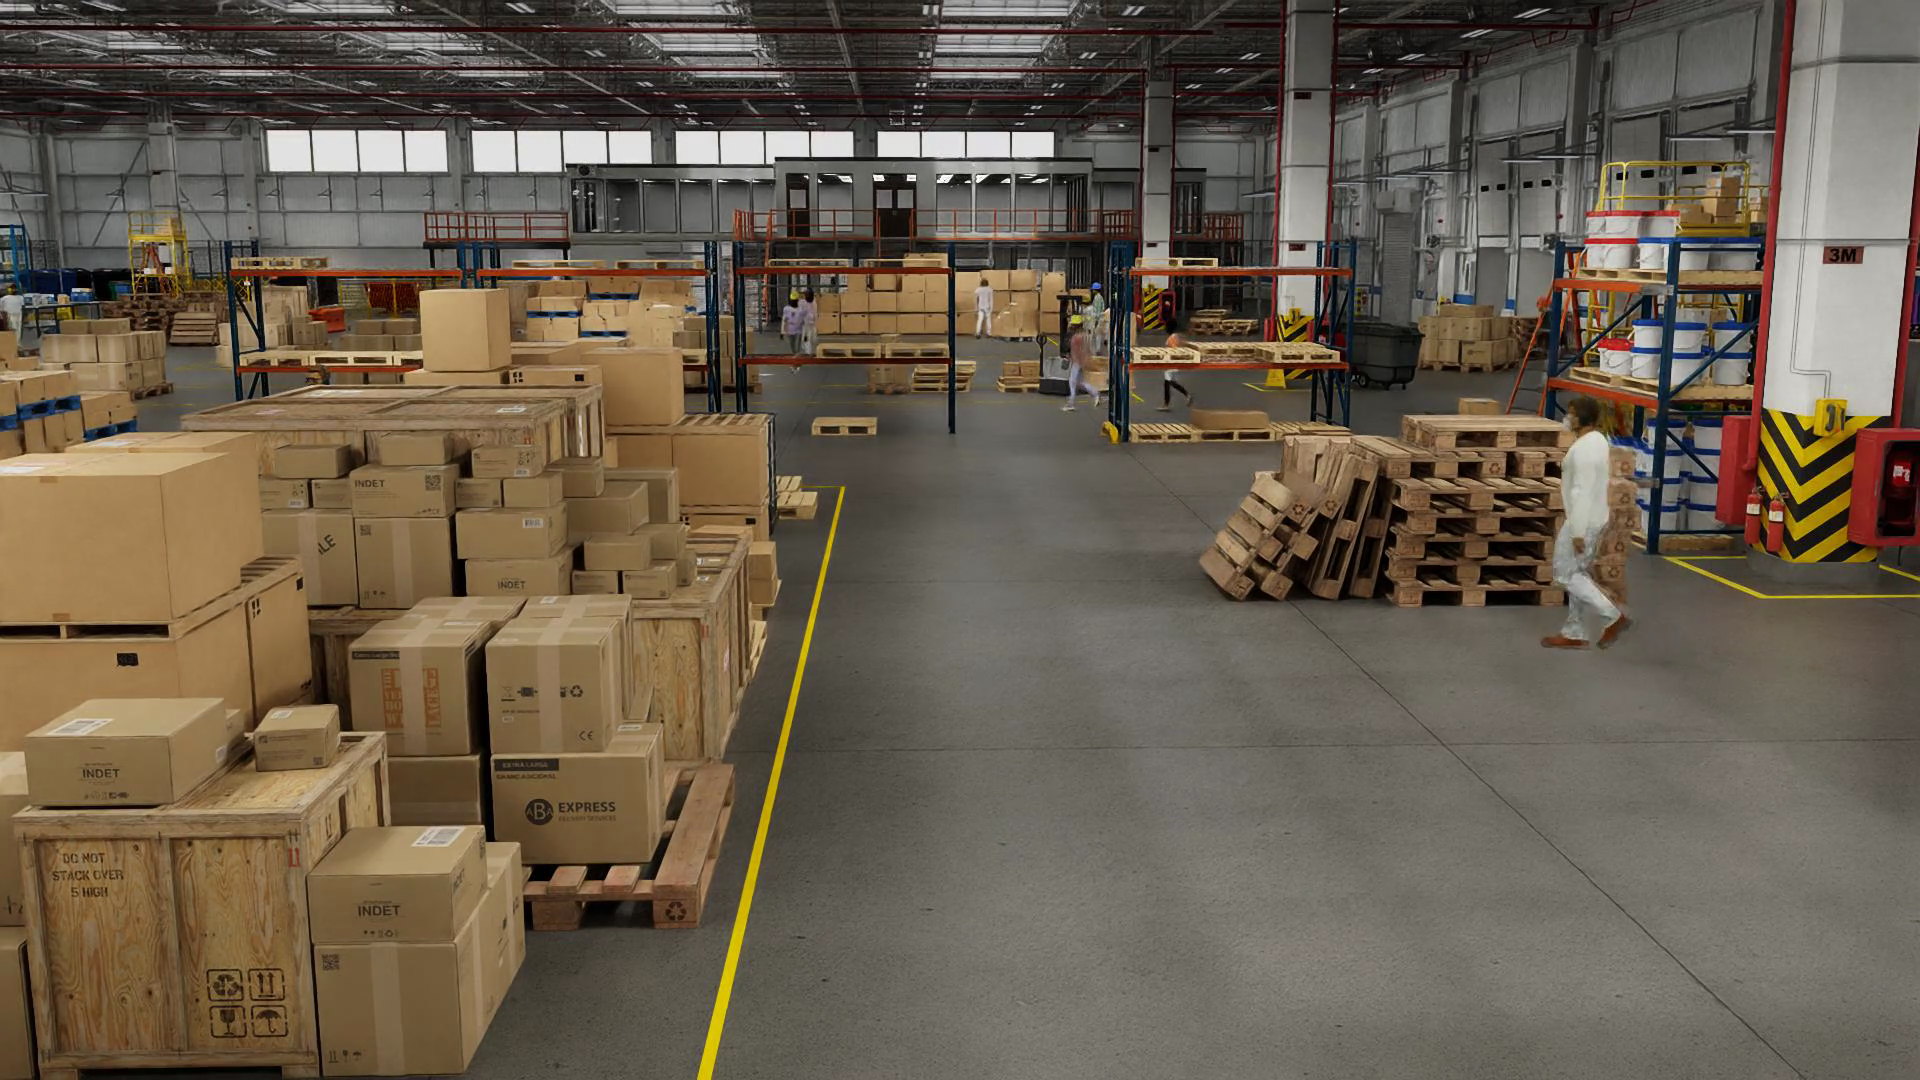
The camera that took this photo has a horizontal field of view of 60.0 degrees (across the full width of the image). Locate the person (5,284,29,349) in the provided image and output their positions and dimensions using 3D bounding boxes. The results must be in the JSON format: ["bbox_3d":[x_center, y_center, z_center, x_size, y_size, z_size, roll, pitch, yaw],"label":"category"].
[{"bbox_3d":[-26.409,-6.240,46.634,0.859,1.838,0.554,8,13,39],"label":"person"}]

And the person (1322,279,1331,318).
[{"bbox_3d":[10.865,-6.878,49.952,0.566,1.924,0.463,8,13,37],"label":"person"}]

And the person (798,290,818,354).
[{"bbox_3d":[-3.895,-5.470,42.418,0.625,1.819,0.644,-10,14,-44],"label":"person"}]

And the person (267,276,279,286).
[{"bbox_3d":[-21.269,-7.234,51.612,0.615,2.040,0.391,-2,10,-10],"label":"person"}]

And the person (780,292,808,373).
[{"bbox_3d":[-3.839,-4.836,38.733,0.591,1.881,0.999,3,11,15],"label":"person"}]

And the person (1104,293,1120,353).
[{"bbox_3d":[3.424,-4.506,36.783,0.587,1.918,0.407,-7,12,-32],"label":"person"}]

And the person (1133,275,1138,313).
[{"bbox_3d":[6.800,-9.655,65.235,0.608,1.995,0.376,-8,13,-37],"label":"person"}]

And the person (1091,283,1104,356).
[{"bbox_3d":[3.644,-5.870,44.277,0.388,1.947,0.614,1,10,4],"label":"person"}]

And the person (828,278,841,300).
[{"bbox_3d":[-4.471,-8.309,58.226,0.751,1.817,0.633,-3,11,-16],"label":"person"}]

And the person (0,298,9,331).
[{"bbox_3d":[-23.411,-5.187,40.218,0.706,2.000,0.536,0,10,-1],"label":"person"}]

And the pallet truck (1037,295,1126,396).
[{"bbox_3d":[2.483,-3.881,33.060,1.885,1.965,0.823,-7,13,-36],"label":"pallet truck"}]

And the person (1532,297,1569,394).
[{"bbox_3d":[11.809,-3.888,33.332,0.985,1.914,0.641,-3,11,-15],"label":"person"}]

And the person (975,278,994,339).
[{"bbox_3d":[0.739,-7.210,51.920,0.644,1.901,0.955,4,11,23],"label":"person"}]

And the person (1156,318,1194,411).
[{"bbox_3d":[3.850,-3.136,29.756,0.599,1.682,0.540,3,10,14],"label":"person"}]

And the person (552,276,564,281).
[{"bbox_3d":[-17.406,-10.817,72.115,0.578,1.861,0.783,0,10,-2],"label":"person"}]

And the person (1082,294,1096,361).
[{"bbox_3d":[3.239,-5.349,42.028,0.389,1.725,0.642,0,10,-2],"label":"person"}]

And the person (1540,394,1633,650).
[{"bbox_3d":[4.641,-0.107,12.224,0.545,1.927,0.625,6,12,29],"label":"person"}]

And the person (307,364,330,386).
[{"bbox_3d":[-6.254,-0.811,16.385,0.517,1.842,0.329,3,11,16],"label":"person"}]

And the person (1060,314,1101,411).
[{"bbox_3d":[2.187,-3.190,29.942,0.721,1.746,0.531,-1,10,-7],"label":"person"}]
